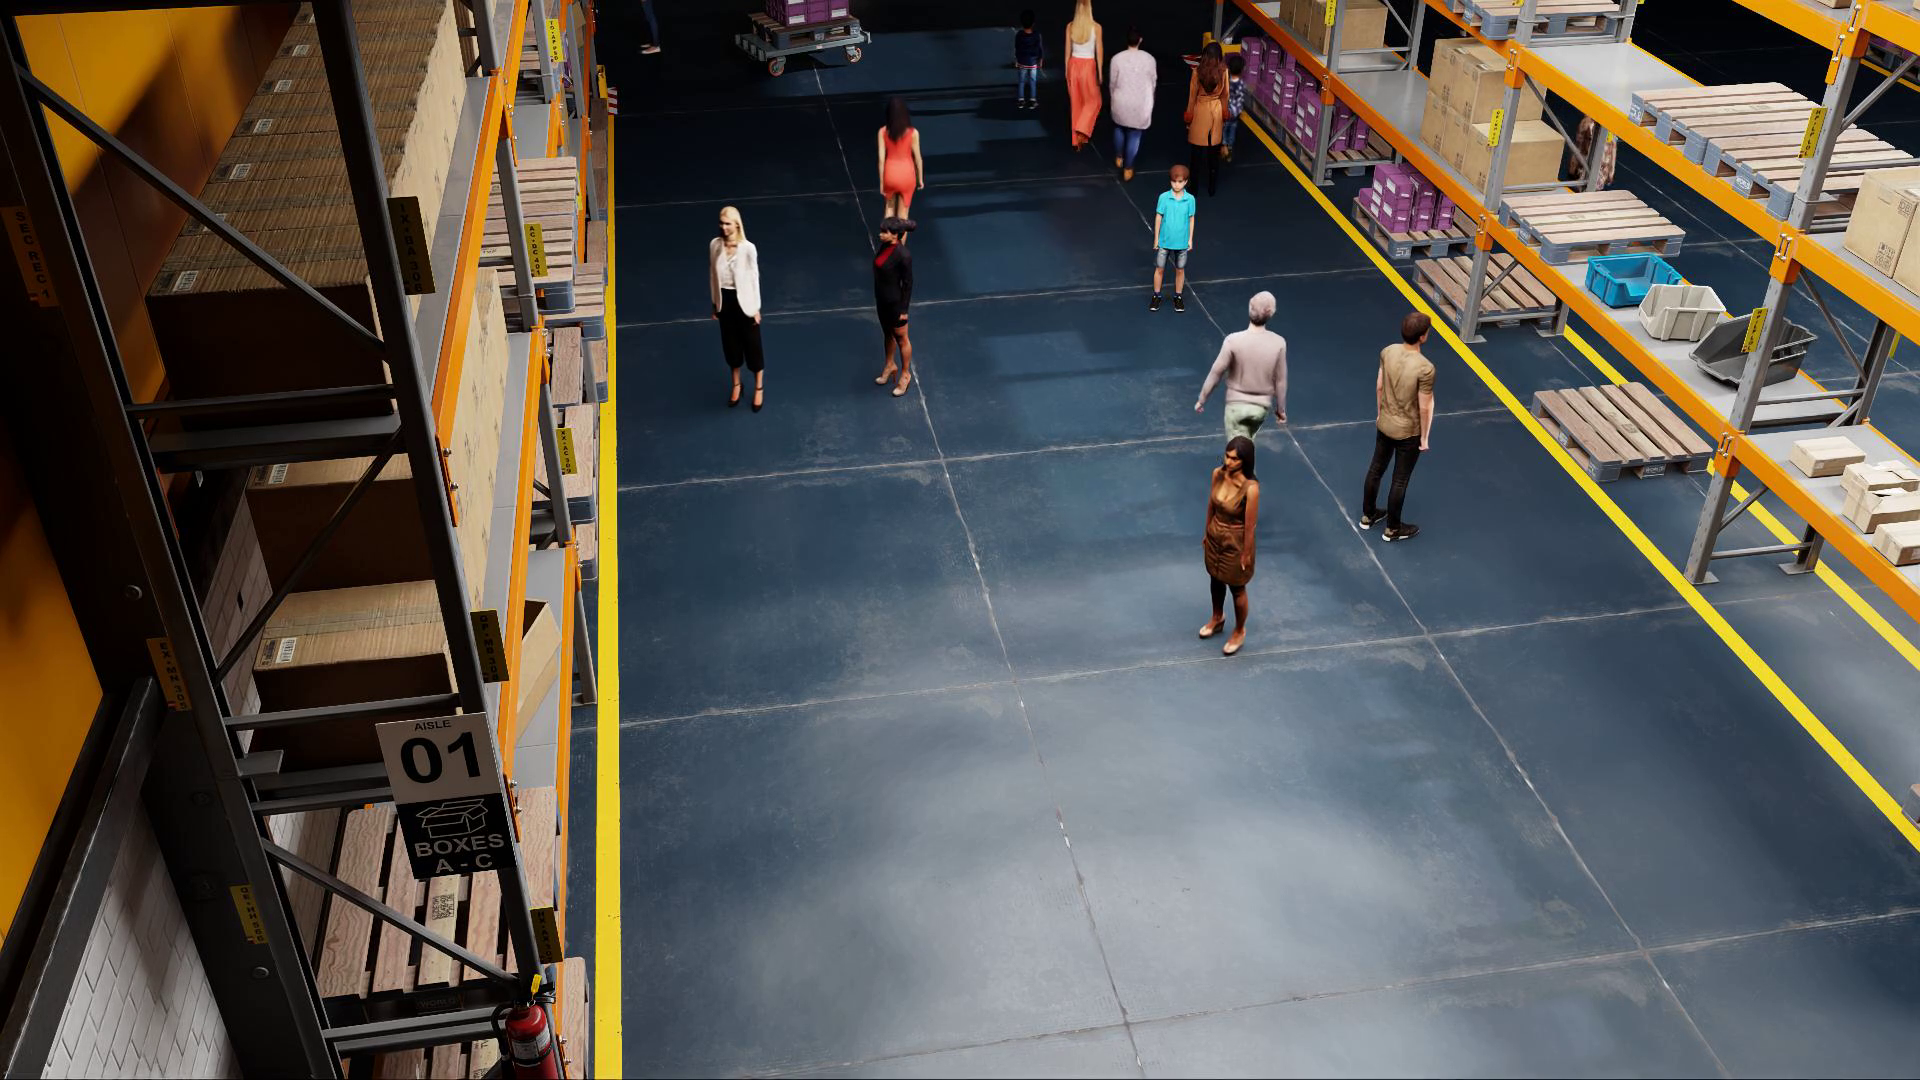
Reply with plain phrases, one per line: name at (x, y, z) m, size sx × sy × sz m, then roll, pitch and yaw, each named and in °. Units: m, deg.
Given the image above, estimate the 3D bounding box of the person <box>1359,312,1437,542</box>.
person at (3.293, -0.859, 12.469) m, size 0.802 × 1.852 × 0.665 m, roll -22°, pitch 39°, yaw -29°

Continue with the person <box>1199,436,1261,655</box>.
person at (1.834, 0.029, 11.286) m, size 0.696 × 1.683 × 0.587 m, roll -23°, pitch 40°, yaw -30°

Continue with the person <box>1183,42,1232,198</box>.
person at (2.703, -4.606, 18.225) m, size 0.700 × 1.721 × 0.598 m, roll -3°, pitch 34°, yaw -5°

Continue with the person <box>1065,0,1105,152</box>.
person at (1.395, -5.383, 19.327) m, size 0.809 × 1.795 × 0.863 m, roll 13°, pitch 36°, yaw 18°

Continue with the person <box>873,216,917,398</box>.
person at (-0.583, -2.040, 14.438) m, size 0.737 × 1.639 × 0.672 m, roll -20°, pitch 39°, yaw -28°

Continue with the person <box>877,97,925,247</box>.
person at (-0.611, -3.563, 16.672) m, size 0.673 × 1.702 × 0.720 m, roll 3°, pitch 34°, yaw 4°

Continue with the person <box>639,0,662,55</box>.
person at (-4.276, -7.506, 22.582) m, size 0.635 × 1.728 × 0.423 m, roll -6°, pitch 34°, yaw -9°

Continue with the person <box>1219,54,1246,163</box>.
person at (3.142, -4.968, 19.202) m, size 0.500 × 1.243 × 0.539 m, roll -8°, pitch 34°, yaw -11°

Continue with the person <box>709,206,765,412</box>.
person at (-1.884, -1.951, 14.108) m, size 0.687 × 1.857 × 0.695 m, roll 11°, pitch 35°, yaw 16°

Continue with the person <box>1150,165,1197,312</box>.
person at (2.044, -2.894, 15.895) m, size 0.569 × 1.449 × 0.560 m, roll 3°, pitch 34°, yaw 5°

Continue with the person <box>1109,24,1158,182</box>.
person at (1.906, -4.879, 18.635) m, size 0.878 × 1.721 × 0.989 m, roll 8°, pitch 35°, yaw 12°

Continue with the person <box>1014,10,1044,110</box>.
person at (0.846, -6.015, 20.795) m, size 0.571 × 1.222 × 0.570 m, roll 4°, pitch 34°, yaw 5°

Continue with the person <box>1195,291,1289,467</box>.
person at (2.201, -0.914, 12.584) m, size 0.856 × 1.816 × 1.216 m, roll -6°, pitch 34°, yaw -8°
